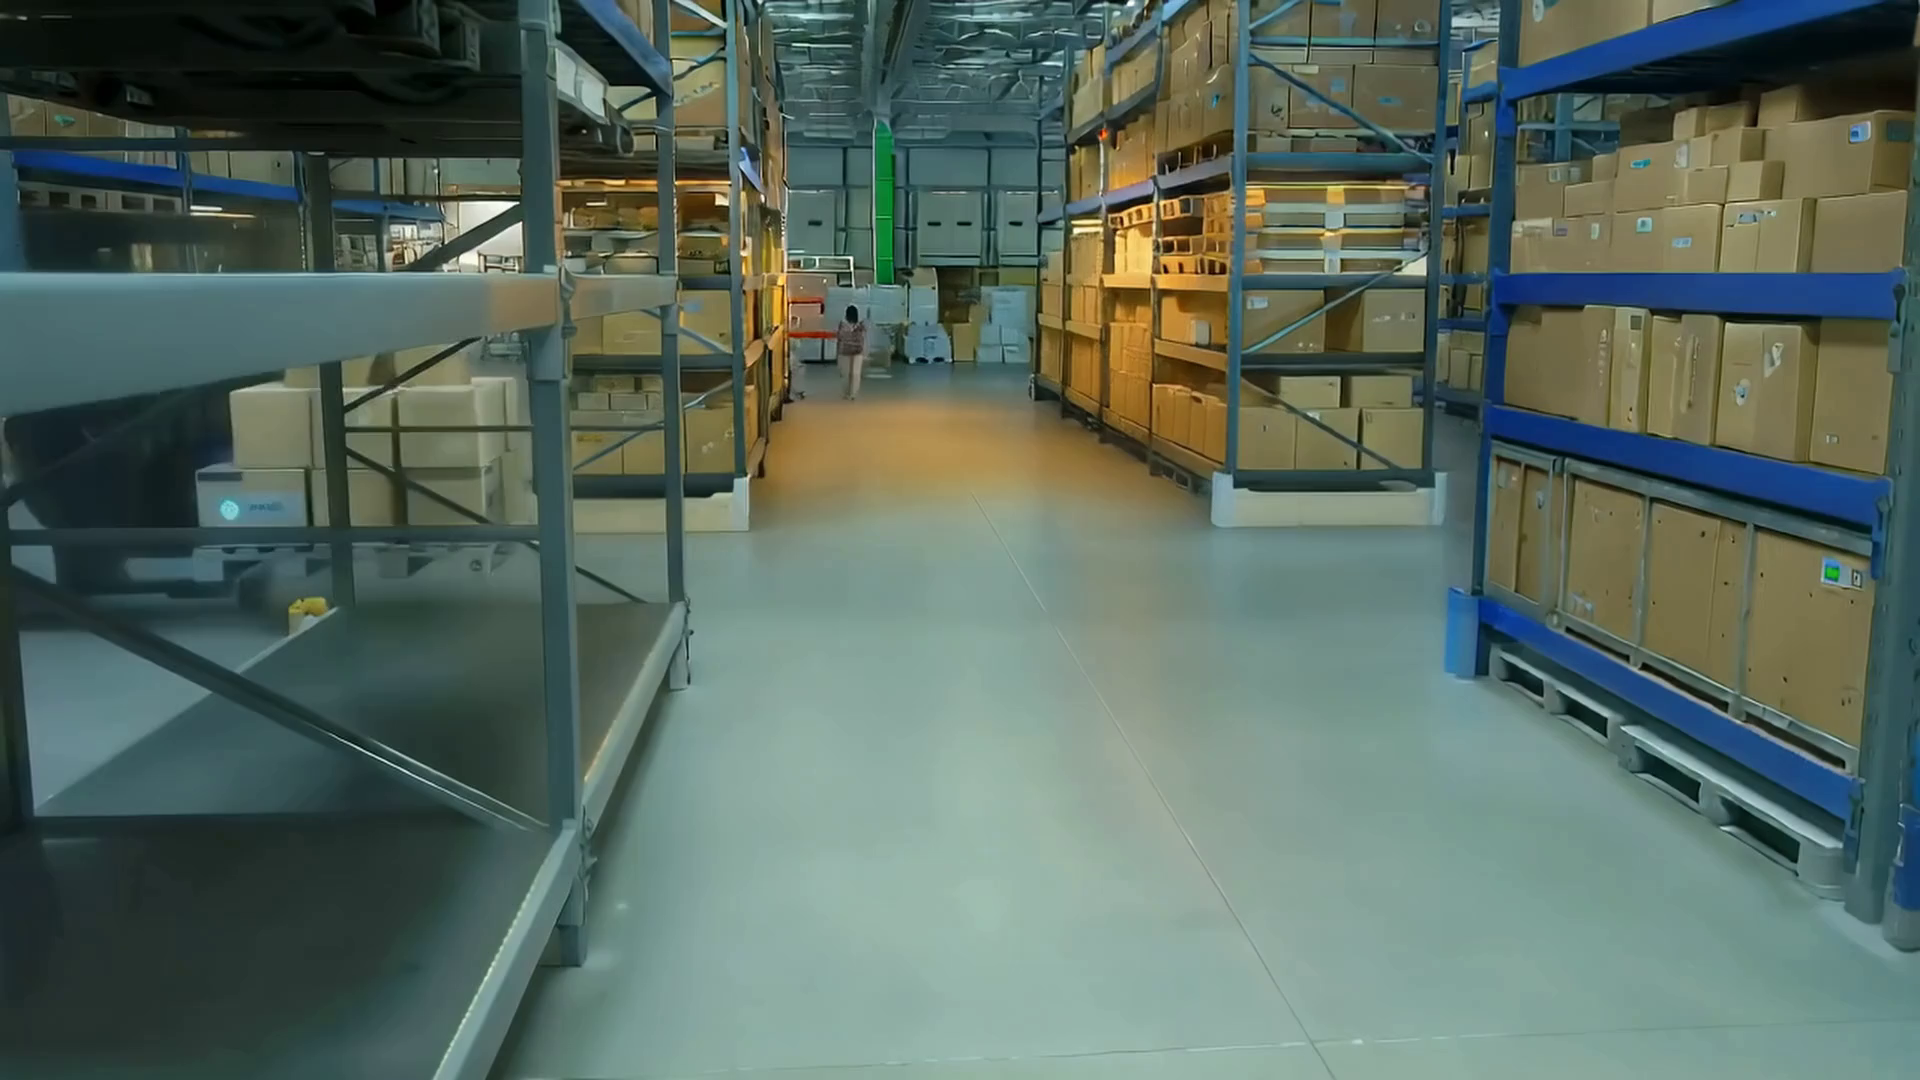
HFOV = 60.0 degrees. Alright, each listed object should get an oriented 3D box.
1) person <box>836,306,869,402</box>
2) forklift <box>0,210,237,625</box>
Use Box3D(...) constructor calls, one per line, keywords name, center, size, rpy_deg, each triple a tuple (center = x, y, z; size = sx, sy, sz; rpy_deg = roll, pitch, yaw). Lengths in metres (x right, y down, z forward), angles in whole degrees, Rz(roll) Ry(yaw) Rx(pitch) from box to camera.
Box3D(name="person", center=(-2.041, -3.507, 31.430), size=(0.653, 1.829, 0.521), rpy_deg=(1, 9, 4))
Box3D(name="forklift", center=(-6.265, -0.860, 11.530), size=(1.873, 2.768, 1.129), rpy_deg=(-1, 9, -5))
